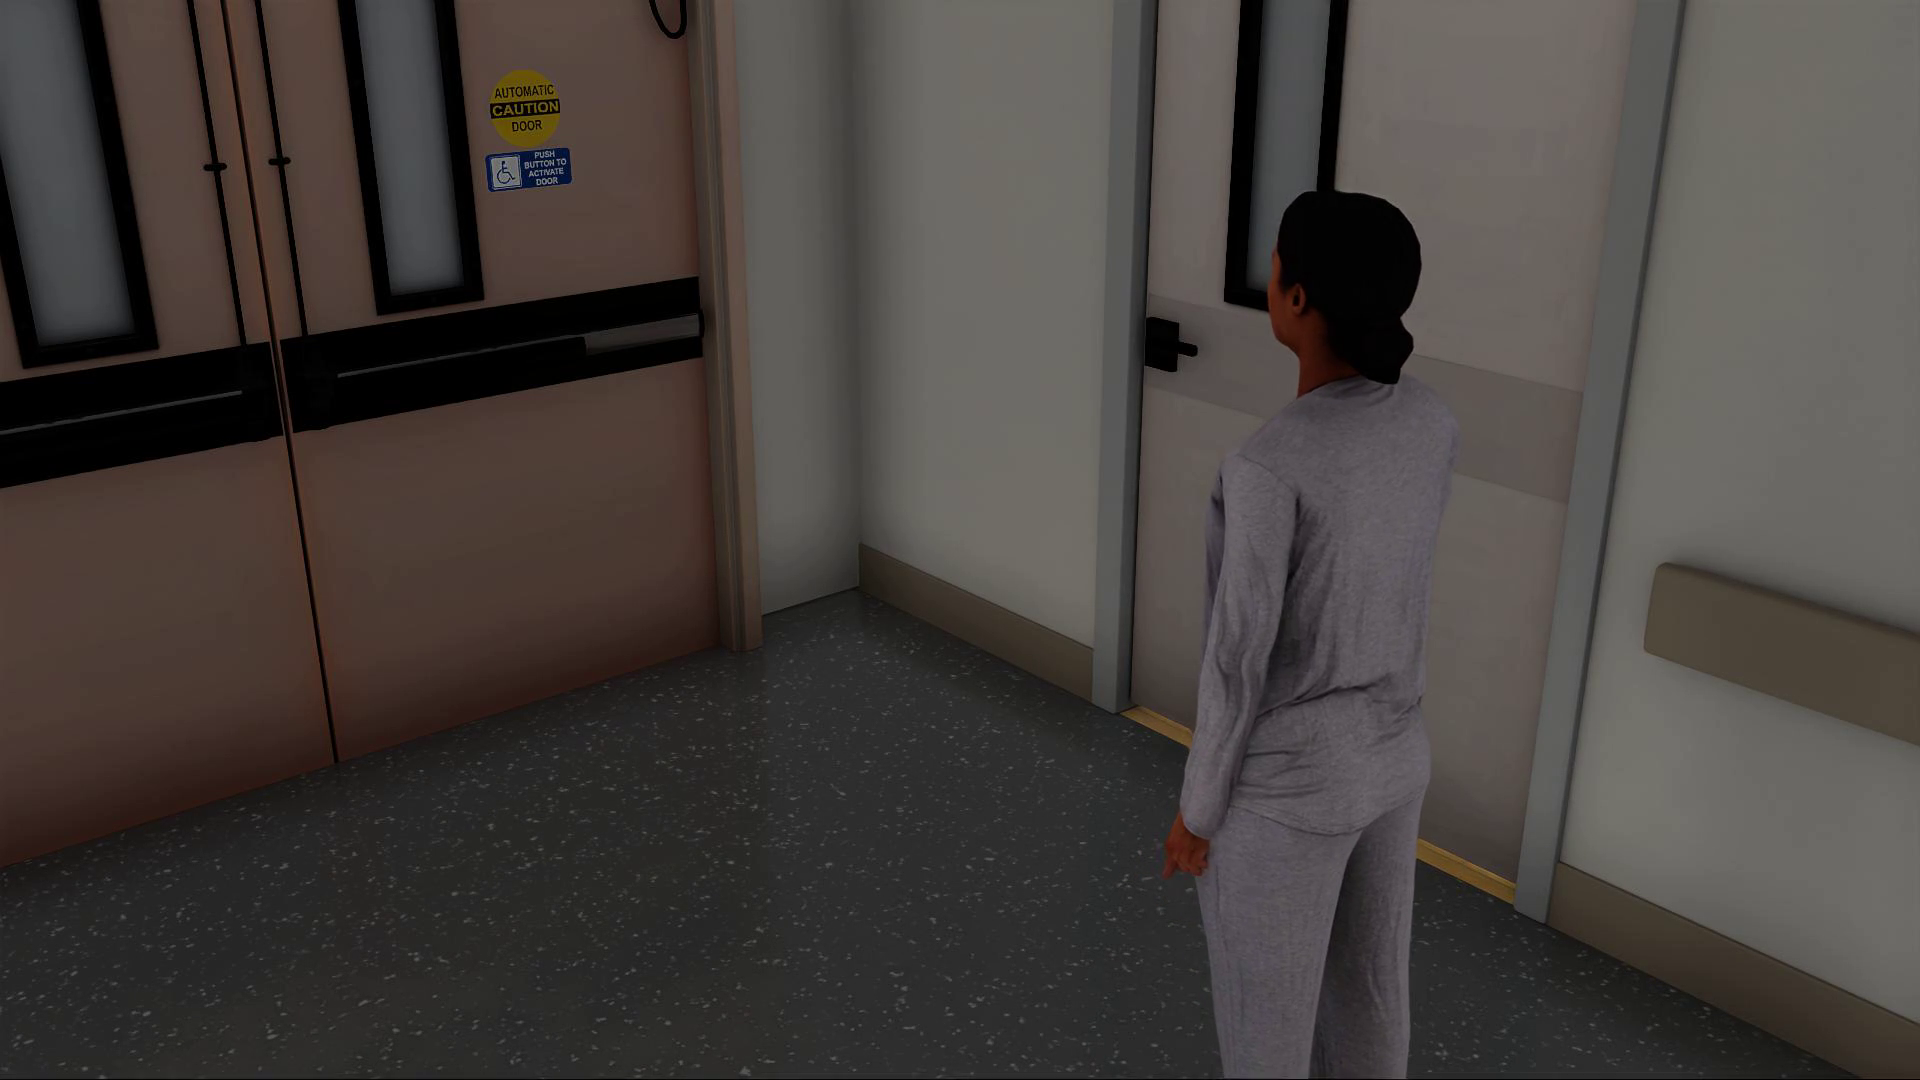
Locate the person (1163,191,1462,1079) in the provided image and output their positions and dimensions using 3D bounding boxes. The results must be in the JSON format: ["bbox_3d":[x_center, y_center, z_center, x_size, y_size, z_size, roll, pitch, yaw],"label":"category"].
[{"bbox_3d":[0.540,0.345,2.508,0.624,1.736,0.536,-16,26,-36],"label":"person"}]
